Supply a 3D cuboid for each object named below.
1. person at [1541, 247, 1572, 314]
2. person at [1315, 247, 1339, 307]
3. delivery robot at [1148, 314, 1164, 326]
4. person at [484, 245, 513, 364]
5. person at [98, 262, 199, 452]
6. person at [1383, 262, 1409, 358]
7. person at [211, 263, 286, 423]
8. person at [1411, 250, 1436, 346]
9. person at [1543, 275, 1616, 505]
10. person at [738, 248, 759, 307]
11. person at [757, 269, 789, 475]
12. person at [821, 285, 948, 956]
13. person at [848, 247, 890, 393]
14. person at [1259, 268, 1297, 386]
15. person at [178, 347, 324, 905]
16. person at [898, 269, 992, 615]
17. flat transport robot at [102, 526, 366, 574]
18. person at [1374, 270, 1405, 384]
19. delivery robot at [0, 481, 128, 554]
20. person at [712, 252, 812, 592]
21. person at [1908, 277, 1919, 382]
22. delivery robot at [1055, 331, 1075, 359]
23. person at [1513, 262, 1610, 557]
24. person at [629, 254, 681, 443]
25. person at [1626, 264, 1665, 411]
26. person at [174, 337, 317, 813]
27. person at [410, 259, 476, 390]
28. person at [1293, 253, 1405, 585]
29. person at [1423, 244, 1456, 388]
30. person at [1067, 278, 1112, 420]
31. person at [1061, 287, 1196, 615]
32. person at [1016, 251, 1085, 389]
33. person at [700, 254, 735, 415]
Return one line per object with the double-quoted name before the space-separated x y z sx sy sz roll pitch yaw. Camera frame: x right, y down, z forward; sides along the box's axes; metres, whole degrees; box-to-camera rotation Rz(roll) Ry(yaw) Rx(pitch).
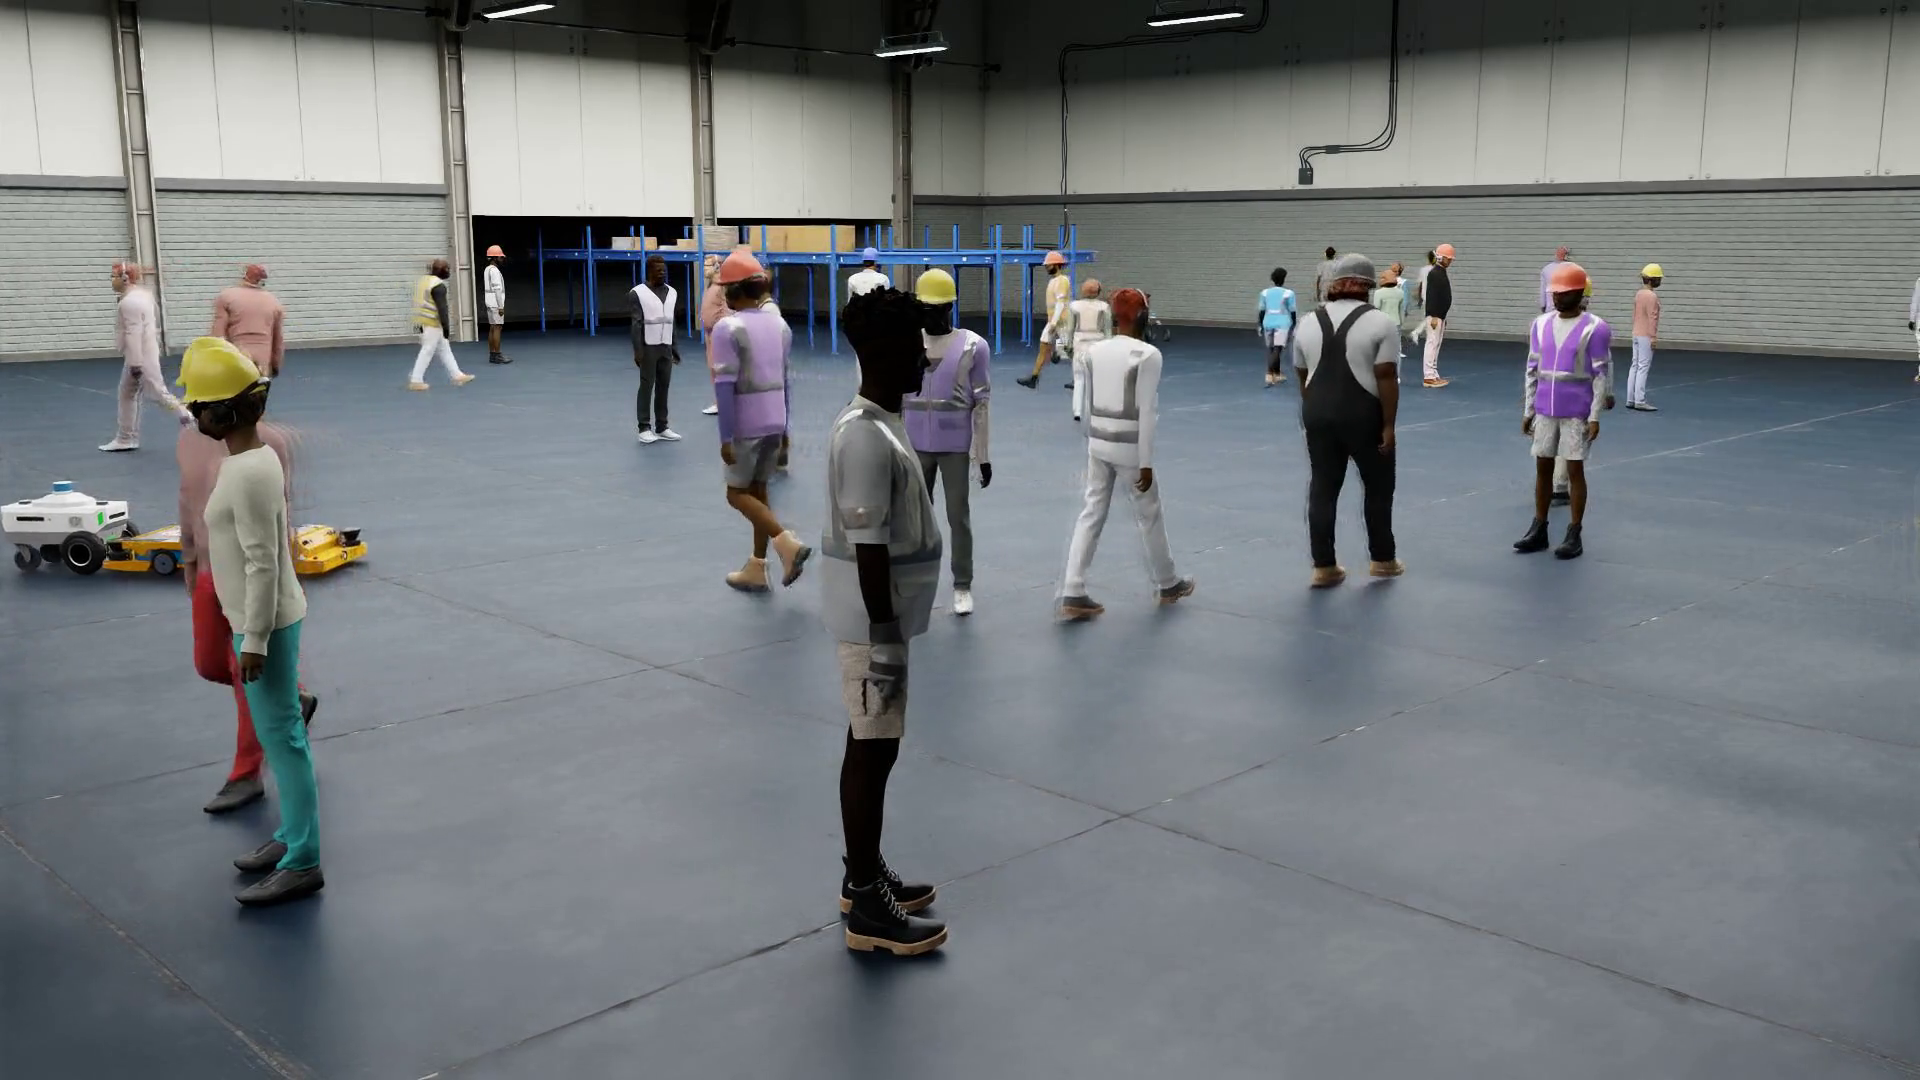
"person" 10.411 -4.112 28.867 0.396 1.893 0.695 -8 13 -38
"person" 7.668 -5.152 34.592 0.535 1.868 0.309 2 11 13
"delivery robot" 3.864 -4.412 33.278 0.335 0.223 0.698 -3 10 -18
"person" -7.706 -3.920 27.685 0.361 1.938 0.545 -6 12 -31
"person" -7.997 -1.808 16.397 0.973 1.867 0.654 -4 11 -21
"person" 7.534 -3.982 28.836 0.310 1.638 0.522 -9 14 -41
"person" -6.864 -1.729 15.995 0.757 1.848 0.424 -10 14 -43
"person" 8.854 -4.568 31.470 0.722 1.841 0.534 -6 12 -28
"person" 4.872 -1.198 13.181 0.613 1.807 0.596 -8 13 -38
"person" -3.771 -4.306 29.935 0.381 1.882 0.644 4 11 23
"person" -1.772 -1.471 14.633 0.587 1.823 0.538 -1 10 -5
"person" -0.234 0.227 4.989 0.367 1.966 0.604 -1 10 -4
"person" -1.198 -2.918 22.191 0.605 1.949 0.390 3 11 17
"person" 4.481 -3.018 23.533 0.540 1.658 0.855 7 13 35
"person" -2.258 0.271 5.308 0.330 1.764 0.528 -4 11 -20
"person" -0.129 -0.539 9.323 0.661 1.926 0.446 3 11 15
"flat transport robot" -4.657 0.048 10.710 1.431 0.197 0.652 1 10 4
"person" 6.123 -3.039 23.756 0.514 1.621 0.318 -4 11 -19
"delivery robot" -5.743 -0.133 10.667 0.707 0.478 0.477 1 10 4
"person" -1.151 -0.675 9.789 0.681 2.021 0.631 8 13 37
"person" 14.071 -3.199 24.072 0.627 1.830 0.438 0 10 2
"delivery robot" 1.879 -3.259 27.715 0.477 0.478 0.707 6 12 29
"person" 3.975 -0.861 11.009 0.378 1.932 0.551 -9 14 -40
"person" -3.151 -1.982 17.171 0.370 1.916 0.597 8 13 36
"person" 8.345 -2.460 20.197 0.321 1.766 0.535 0 10 1
"person" -2.677 0.105 6.259 0.527 1.750 0.569 5 11 24
"person" -7.173 -2.960 22.869 0.935 1.784 0.646 -6 12 -28
"person" 2.425 -0.743 10.198 0.714 2.000 0.817 9 14 40
"person" 6.734 -3.156 23.387 0.392 1.986 0.610 5 12 27
"person" 1.488 -2.200 19.199 0.529 1.648 0.455 2 11 12
"person" 0.923 -0.498 9.352 1.017 1.823 0.586 -10 14 -43
"person" 1.295 -3.026 22.955 0.996 1.884 0.547 -5 11 -23
"person" -2.849 -2.424 19.648 0.449 1.892 0.665 -6 12 -28
